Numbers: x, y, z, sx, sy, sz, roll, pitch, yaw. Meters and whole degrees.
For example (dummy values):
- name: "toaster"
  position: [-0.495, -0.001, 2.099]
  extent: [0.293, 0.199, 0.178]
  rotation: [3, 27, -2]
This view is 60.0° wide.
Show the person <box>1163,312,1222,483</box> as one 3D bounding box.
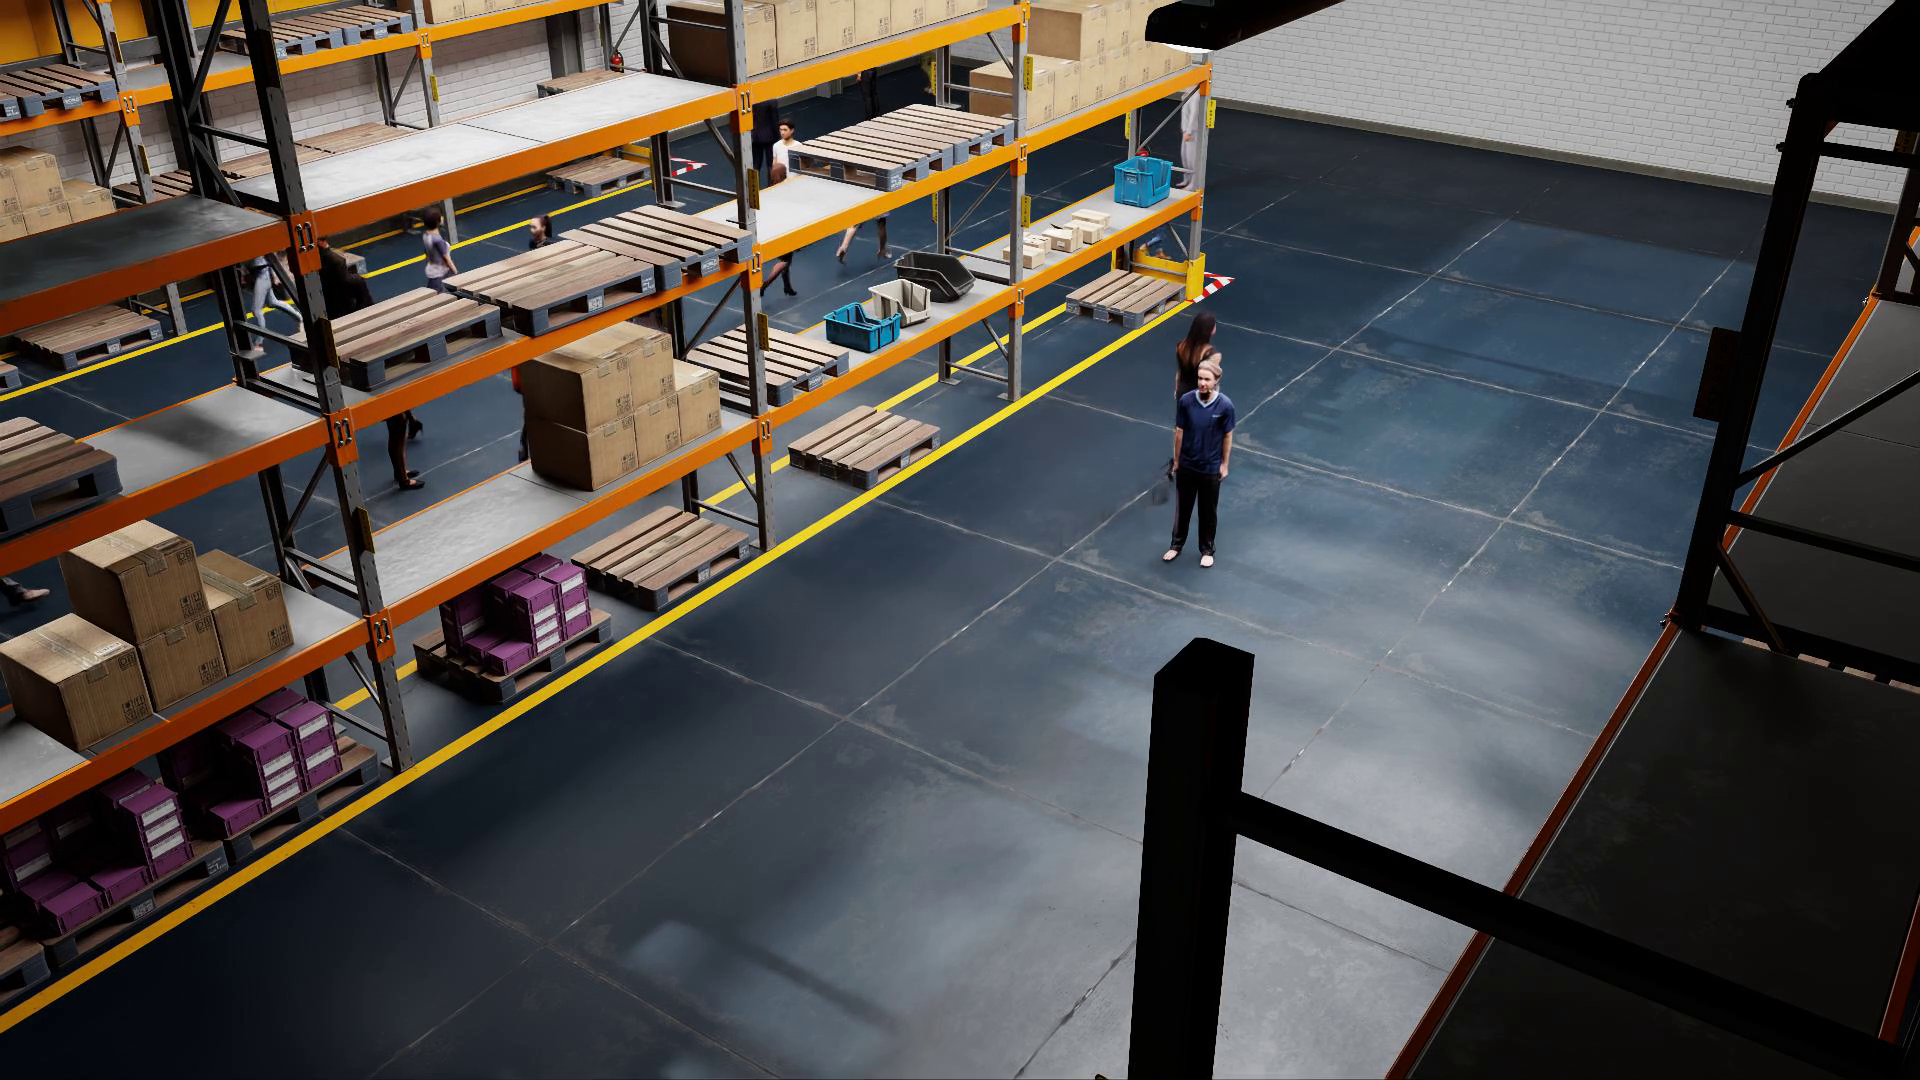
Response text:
- name: "person"
  position: [2.164, -1.279, 15.566]
  extent: [0.749, 1.696, 0.969]
  rotation: [25, 37, 38]

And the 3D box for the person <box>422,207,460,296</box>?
- name: "person"
  position: [-5.969, -2.972, 18.845]
  extent: [1.019, 1.529, 0.784]
  rotation: [-17, 33, -29]

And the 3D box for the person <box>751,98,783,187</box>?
- name: "person"
  position: [-2.790, -5.666, 23.478]
  extent: [0.745, 1.820, 0.703]
  rotation: [12, 31, 20]

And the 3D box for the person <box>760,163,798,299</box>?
- name: "person"
  position: [-2.193, -3.631, 19.890]
  extent: [0.632, 1.684, 0.960]
  rotation: [21, 35, 33]

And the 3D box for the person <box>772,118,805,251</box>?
- name: "person"
  position: [-2.220, -4.664, 21.745]
  extent: [0.680, 1.722, 0.627]
  rotation: [10, 30, 17]

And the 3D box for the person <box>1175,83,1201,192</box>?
- name: "person"
  position: [3.353, -5.948, 24.050]
  extent: [0.726, 1.768, 0.641]
  rotation: [-2, 29, -4]

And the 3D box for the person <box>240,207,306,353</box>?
- name: "person"
  position: [-7.734, -2.950, 18.564]
  extent: [0.614, 1.759, 1.170]
  rotation: [18, 33, 29]

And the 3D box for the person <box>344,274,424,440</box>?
- name: "person"
  position: [-5.664, -1.742, 16.349]
  extent: [1.175, 1.759, 1.103]
  rotation: [-5, 29, -9]

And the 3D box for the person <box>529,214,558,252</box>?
- name: "person"
  position: [-4.475, -2.775, 18.314]
  extent: [0.673, 1.691, 0.861]
  rotation: [14, 32, 24]

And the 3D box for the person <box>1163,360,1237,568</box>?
- name: "person"
  position: [2.057, -0.665, 14.259]
  extent: [0.713, 1.871, 0.642]
  rotation: [10, 30, 17]
